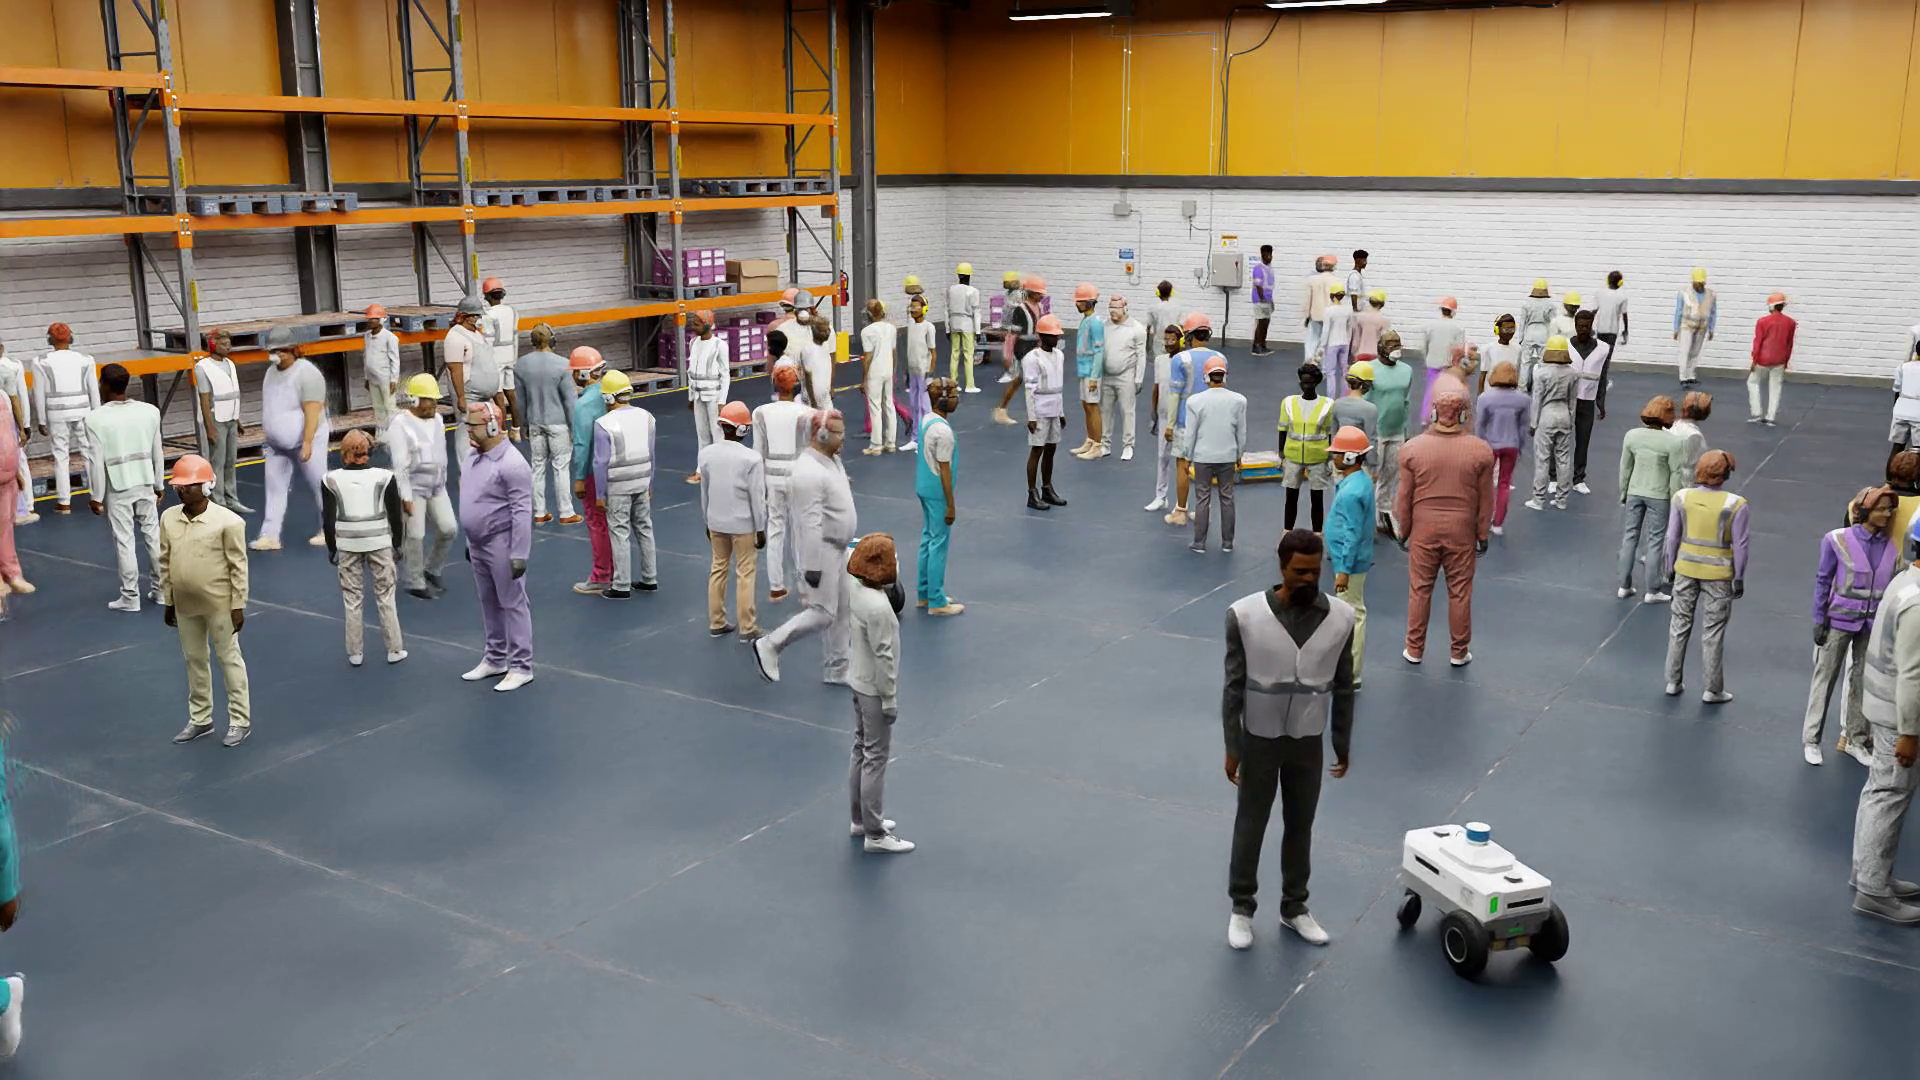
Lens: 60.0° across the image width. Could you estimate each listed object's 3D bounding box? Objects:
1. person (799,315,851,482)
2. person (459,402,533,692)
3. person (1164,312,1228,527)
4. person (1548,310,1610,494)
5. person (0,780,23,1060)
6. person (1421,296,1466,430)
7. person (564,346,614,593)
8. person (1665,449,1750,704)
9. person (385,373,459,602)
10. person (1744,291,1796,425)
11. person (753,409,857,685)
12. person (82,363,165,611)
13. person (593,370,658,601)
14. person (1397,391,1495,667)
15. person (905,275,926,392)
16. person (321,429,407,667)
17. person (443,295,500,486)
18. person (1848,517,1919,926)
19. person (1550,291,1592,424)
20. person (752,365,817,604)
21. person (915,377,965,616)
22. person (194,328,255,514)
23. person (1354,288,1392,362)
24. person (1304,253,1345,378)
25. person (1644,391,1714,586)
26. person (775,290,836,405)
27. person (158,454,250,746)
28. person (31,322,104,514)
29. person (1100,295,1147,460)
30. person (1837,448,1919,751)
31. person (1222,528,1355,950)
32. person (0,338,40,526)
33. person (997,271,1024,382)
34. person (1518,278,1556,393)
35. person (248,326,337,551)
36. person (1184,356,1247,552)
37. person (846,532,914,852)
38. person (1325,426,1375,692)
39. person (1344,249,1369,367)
[{"bbox_3d":[-1.594,-1.522,17.914,0.824,1.814,0.497,8,15,31],"label":"person"},{"bbox_3d":[-3.070,0.039,10.927,0.640,1.910,0.401,12,18,43],"label":"person"},{"bbox_3d":[2.220,-1.137,15.778,0.615,2.028,0.409,-6,14,-26],"label":"person"},{"bbox_3d":[6.411,-1.437,17.308,0.596,1.916,0.374,1,13,4],"label":"person"},{"bbox_3d":[-3.660,1.197,5.931,0.597,1.899,0.800,1,13,4],"label":"person"},{"bbox_3d":[6.207,-2.280,21.421,0.566,1.714,0.872,8,15,31],"label":"person"},{"bbox_3d":[-2.939,-0.563,13.370,0.407,1.986,0.614,3,13,12],"label":"person"},{"bbox_3d":[4.778,0.232,10.673,0.312,1.642,0.512,-11,17,-40],"label":"person"},{"bbox_3d":[-4.220,-0.405,13.067,0.428,1.811,0.610,7,15,27],"label":"person"},{"bbox_3d":[10.578,-2.382,21.786,0.590,1.735,0.524,-2,13,-7],"label":"person"},{"bbox_3d":[-0.953,0.073,10.867,0.696,1.880,0.653,2,13,10],"label":"person"},{"bbox_3d":[-6.412,-0.406,12.829,0.391,1.922,0.593,8,15,32],"label":"person"},{"bbox_3d":[-2.659,-0.431,13.165,0.404,1.823,0.591,9,16,35],"label":"person"},{"bbox_3d":[3.314,-0.069,11.407,0.642,1.906,0.410,4,13,16],"label":"person"},{"bbox_3d":[-0.660,-3.078,24.832,0.343,1.734,0.496,6,14,23],"label":"person"},{"bbox_3d":[-4.086,0.061,11.418,0.517,1.639,0.314,-2,13,-11],"label":"person"},{"bbox_3d":[-5.172,-1.598,17.739,0.535,2.000,0.679,2,13,7],"label":"person"},{"bbox_3d":[4.353,0.789,7.616,0.413,1.938,0.595,7,15,27],"label":"person"},{"bbox_3d":[8.066,-2.447,22.098,0.532,1.732,0.858,-1,13,-4],"label":"person"},{"bbox_3d":[-1.329,-0.430,13.020,0.576,1.882,0.355,4,13,16],"label":"person"},{"bbox_3d":[-0.159,-0.325,12.675,0.342,1.841,0.512,-4,14,-18],"label":"person"},{"bbox_3d":[-7.155,-1.124,16.105,0.389,1.847,0.563,1,13,5],"label":"person"},{"bbox_3d":[5.468,-2.472,22.149,0.537,1.751,0.461,11,17,40],"label":"person"},{"bbox_3d":[5.733,-3.521,26.229,0.635,1.970,0.612,9,16,33],"label":"person"},{"bbox_3d":[5.880,-0.403,13.456,0.367,1.621,0.530,2,13,9],"label":"person"},{"bbox_3d":[-1.705,-1.739,18.350,0.676,2.000,0.536,0,13,-2],"label":"person"},{"bbox_3d":[-4.495,0.356,9.882,0.562,1.756,0.318,2,13,11],"label":"person"},{"bbox_3d":[-8.781,-1.205,16.411,0.573,1.877,0.364,-11,17,-40],"label":"person"},{"bbox_3d":[1.818,-1.875,19.233,0.643,1.908,0.399,7,15,29],"label":"person"},{"bbox_3d":[5.397,0.380,9.596,0.429,1.844,0.625,-7,15,-26],"label":"person"},{"bbox_3d":[1.434,0.869,7.336,0.599,1.911,0.393,-2,13,-8],"label":"person"},{"bbox_3d":[-9.118,-1.045,15.774,0.506,1.844,0.345,0,13,2],"label":"person"},{"bbox_3d":[0.737,-3.301,25.803,0.658,1.718,0.517,-6,14,-25],"label":"person"},{"bbox_3d":[8.382,-2.931,24.191,0.488,1.736,0.317,5,14,19],"label":"person"},{"bbox_3d":[-5.961,-0.903,14.721,0.701,2.000,0.915,6,14,23],"label":"person"},{"bbox_3d":[2.249,-0.757,14.730,0.559,1.746,0.332,-1,13,-6],"label":"person"},{"bbox_3d":[-0.421,0.761,8.400,0.284,1.633,0.497,-4,14,-18],"label":"person"},{"bbox_3d":[2.529,0.123,10.897,0.340,1.752,0.564,4,14,18],"label":"person"},{"bbox_3d":[6.609,-3.877,27.819,0.376,1.958,0.599,3,13,13],"label":"person"}]
